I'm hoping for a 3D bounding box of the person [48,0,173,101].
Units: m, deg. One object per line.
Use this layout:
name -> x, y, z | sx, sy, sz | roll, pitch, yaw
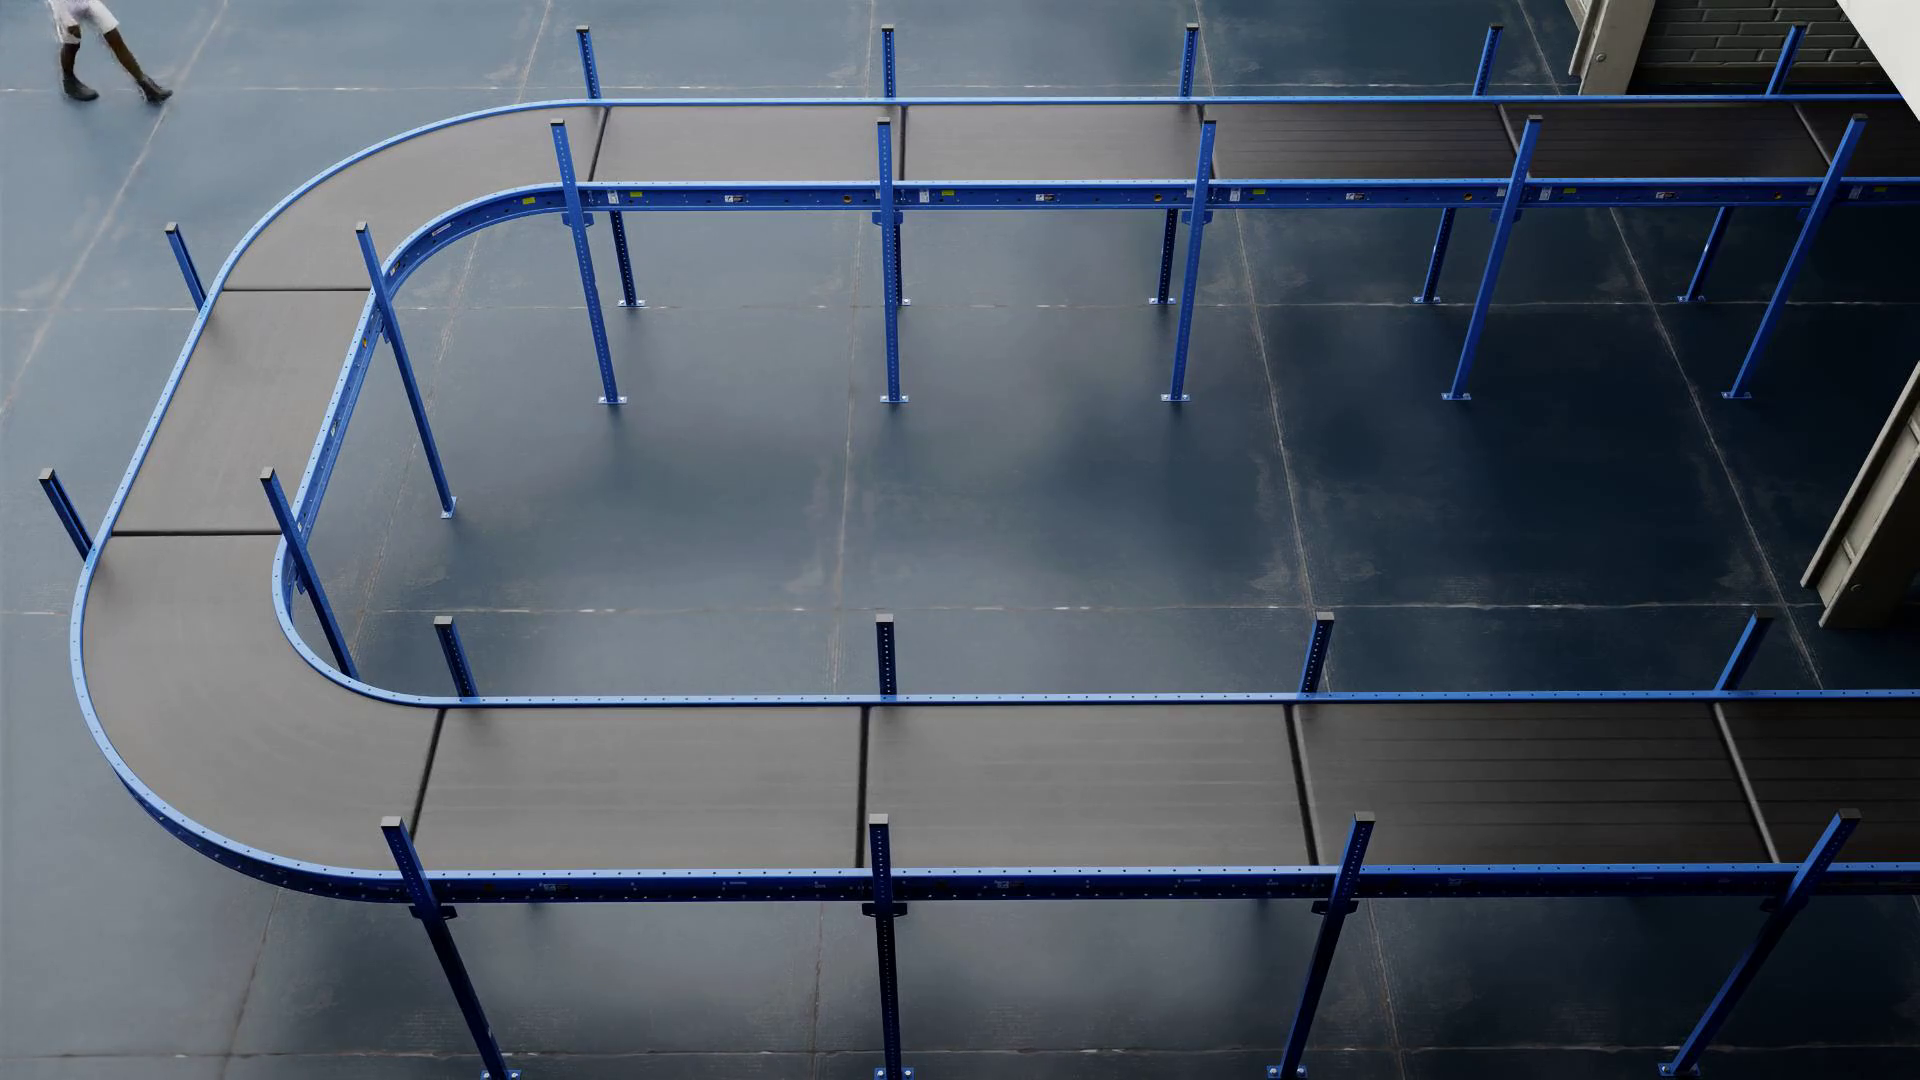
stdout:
person -> -7.277, -4.444, 14.140 | 1.014, 1.882, 0.567 | 12, 48, 11
